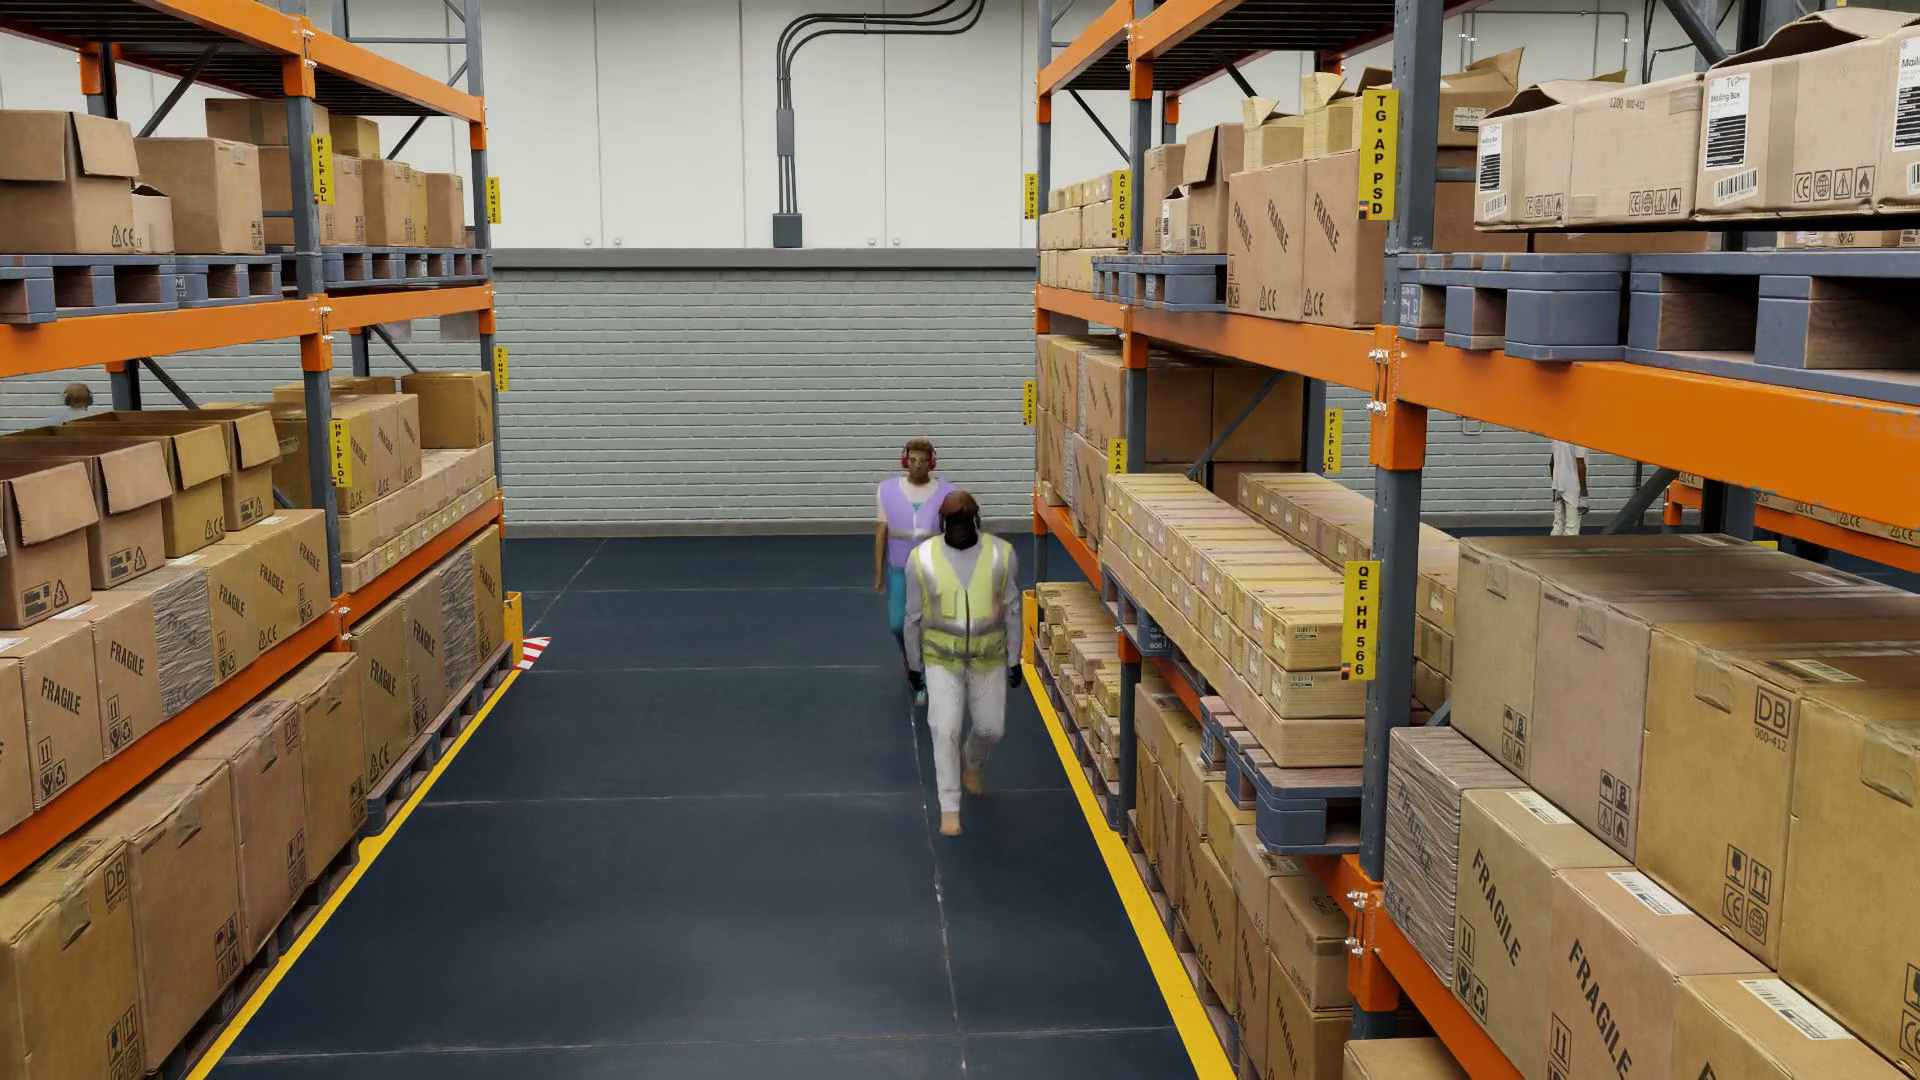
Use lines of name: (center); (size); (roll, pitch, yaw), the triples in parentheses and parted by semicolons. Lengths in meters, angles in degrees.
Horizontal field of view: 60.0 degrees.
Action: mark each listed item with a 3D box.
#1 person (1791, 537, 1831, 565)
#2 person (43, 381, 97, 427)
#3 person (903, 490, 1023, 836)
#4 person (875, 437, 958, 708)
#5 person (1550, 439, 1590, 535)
person: (6.876, -0.282, 13.603); (0.729, 2.000, 0.781); (-8, 13, -40)
person: (-8.132, -0.519, 15.431); (0.637, 1.906, 0.982); (-1, 10, -8)
person: (0.012, 0.623, 8.912); (0.644, 1.823, 0.612); (-1, 10, -6)
person: (-0.289, 0.194, 11.405); (0.581, 1.833, 0.603); (1, 10, 5)
person: (5.508, -0.431, 14.985); (0.328, 1.872, 0.511); (-2, 10, -13)
